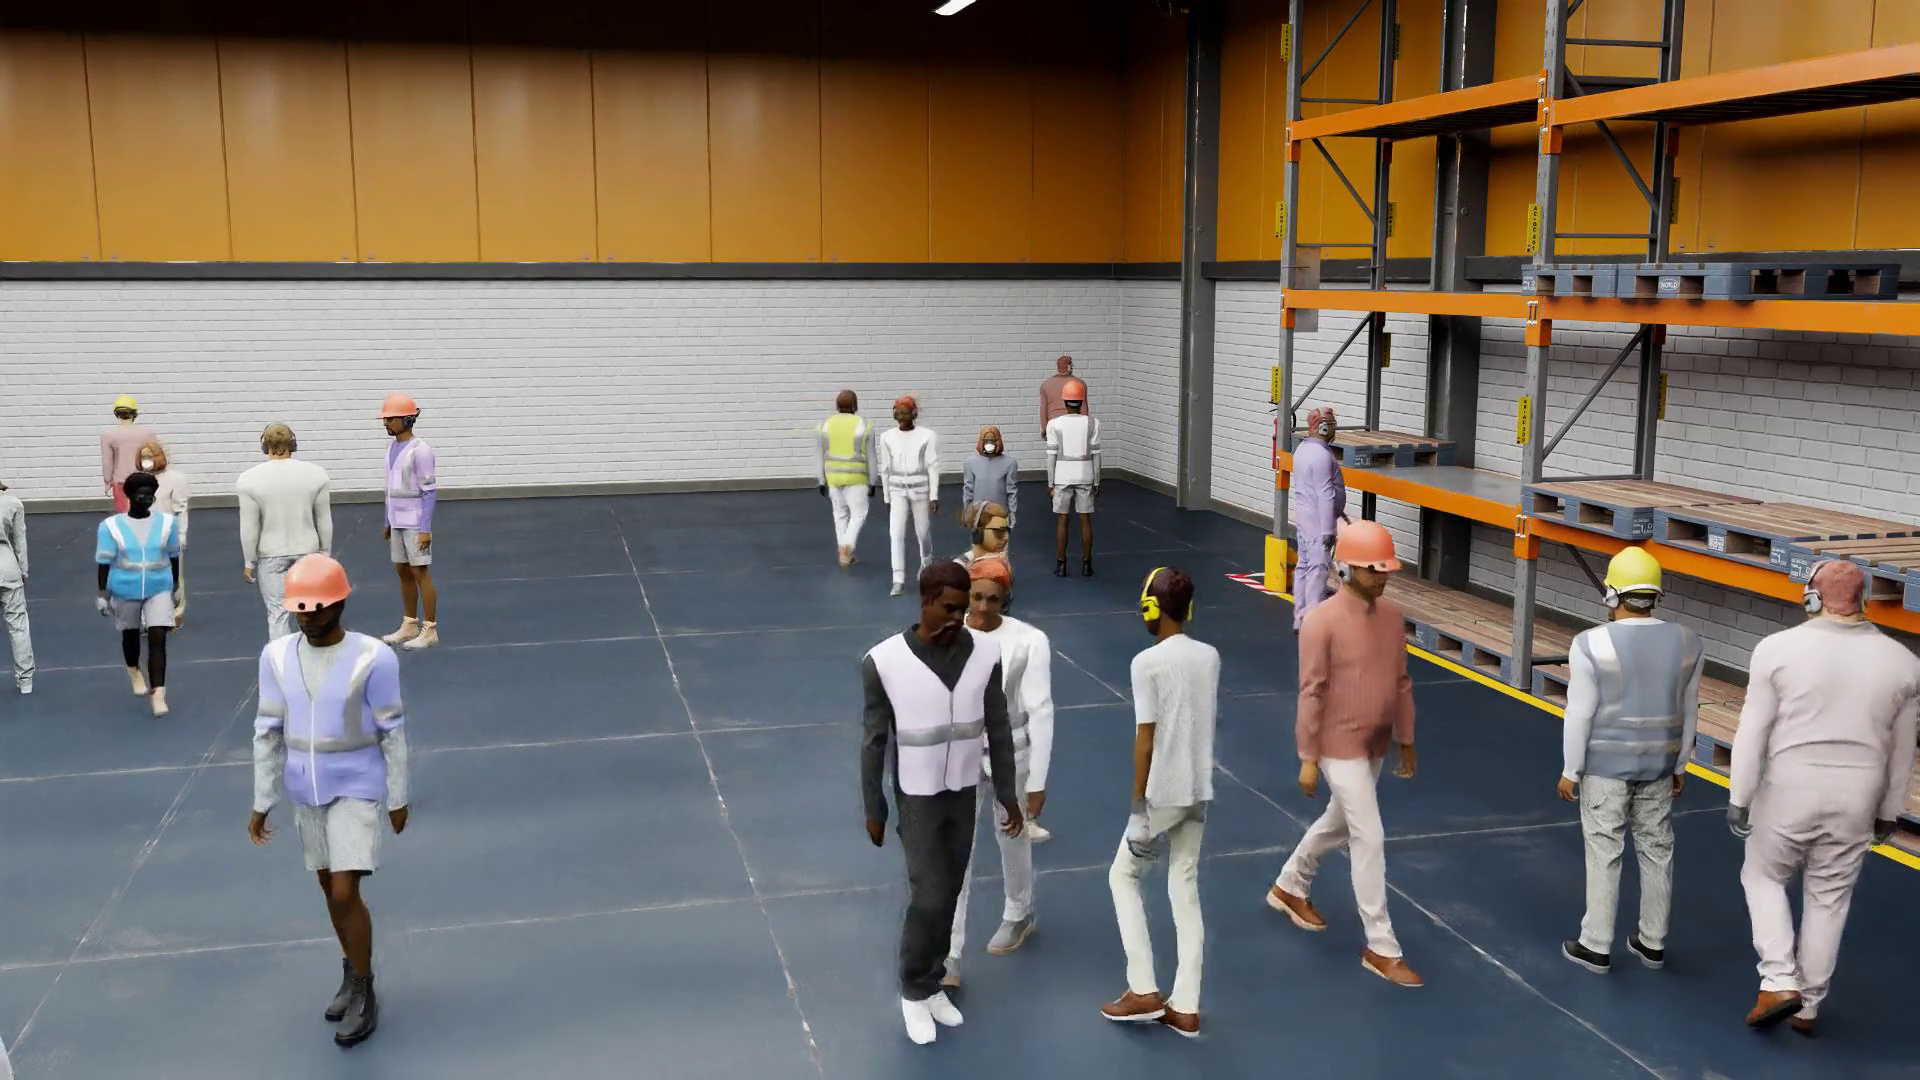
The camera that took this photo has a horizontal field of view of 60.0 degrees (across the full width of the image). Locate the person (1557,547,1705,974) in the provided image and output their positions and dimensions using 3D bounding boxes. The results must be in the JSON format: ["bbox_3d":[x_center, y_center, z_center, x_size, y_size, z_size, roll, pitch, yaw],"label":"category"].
[{"bbox_3d":[2.834,0.940,7.099,0.592,1.834,0.404,-1,9,-6],"label":"person"}]

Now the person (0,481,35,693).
[{"bbox_3d":[-6.809,0.250,11.689,0.294,1.744,0.486,7,12,39],"label":"person"}]

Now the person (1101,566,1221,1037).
[{"bbox_3d":[0.809,1.023,6.569,0.549,1.834,0.542,-7,11,-36],"label":"person"}]

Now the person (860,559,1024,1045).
[{"bbox_3d":[-0.060,1.012,6.488,0.584,1.889,0.570,-6,11,-32],"label":"person"}]

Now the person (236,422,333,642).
[{"bbox_3d":[-4.789,0.129,11.850,0.627,1.936,0.373,-6,11,-32],"label":"person"}]

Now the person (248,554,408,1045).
[{"bbox_3d":[-2.482,1.002,6.489,0.551,1.911,0.667,2,9,10],"label":"person"}]

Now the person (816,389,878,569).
[{"bbox_3d":[-1.148,-0.594,16.707,0.635,1.827,0.703,2,9,15],"label":"person"}]

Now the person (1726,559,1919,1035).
[{"bbox_3d":[3.352,1.018,6.486,0.684,1.874,0.497,2,9,10],"label":"person"}]

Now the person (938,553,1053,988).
[{"bbox_3d":[0.105,0.948,7.016,0.607,1.830,0.963,3,10,20],"label":"person"}]

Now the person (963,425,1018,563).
[{"bbox_3d":[0.275,-0.225,15.031,0.497,1.626,0.287,1,9,5],"label":"person"}]

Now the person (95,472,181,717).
[{"bbox_3d":[-5.651,0.333,11.462,0.539,1.653,0.904,-5,11,-30],"label":"person"}]

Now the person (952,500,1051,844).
[{"bbox_3d":[0.047,0.676,8.853,0.926,1.812,0.525,9,12,43],"label":"person"}]

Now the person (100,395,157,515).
[{"bbox_3d":[-8.364,-0.579,16.796,0.527,1.765,0.328,-5,10,-29],"label":"person"}]

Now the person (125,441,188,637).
[{"bbox_3d":[-6.623,-0.006,13.702,0.510,1.599,0.769,-1,9,-7],"label":"person"}]

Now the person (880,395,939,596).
[{"bbox_3d":[-0.458,-0.445,15.703,0.579,1.857,0.893,2,9,10],"label":"person"}]

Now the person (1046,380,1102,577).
[{"bbox_3d":[1.116,-0.599,16.364,0.545,1.943,0.347,0,9,-2],"label":"person"}]

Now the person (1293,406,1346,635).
[{"bbox_3d":[2.925,-0.127,13.519,0.409,1.913,0.642,-1,9,-7],"label":"person"}]

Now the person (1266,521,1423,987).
[{"bbox_3d":[1.690,0.877,7.265,0.633,1.968,0.960,-7,12,-39],"label":"person"}]

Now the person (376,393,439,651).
[{"bbox_3d":[-4.406,-0.145,13.219,0.615,2.043,0.373,8,12,40],"label":"person"}]

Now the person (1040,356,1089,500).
[{"bbox_3d":[1.382,-1.479,21.987,0.643,1.905,0.400,2,9,14],"label":"person"}]
